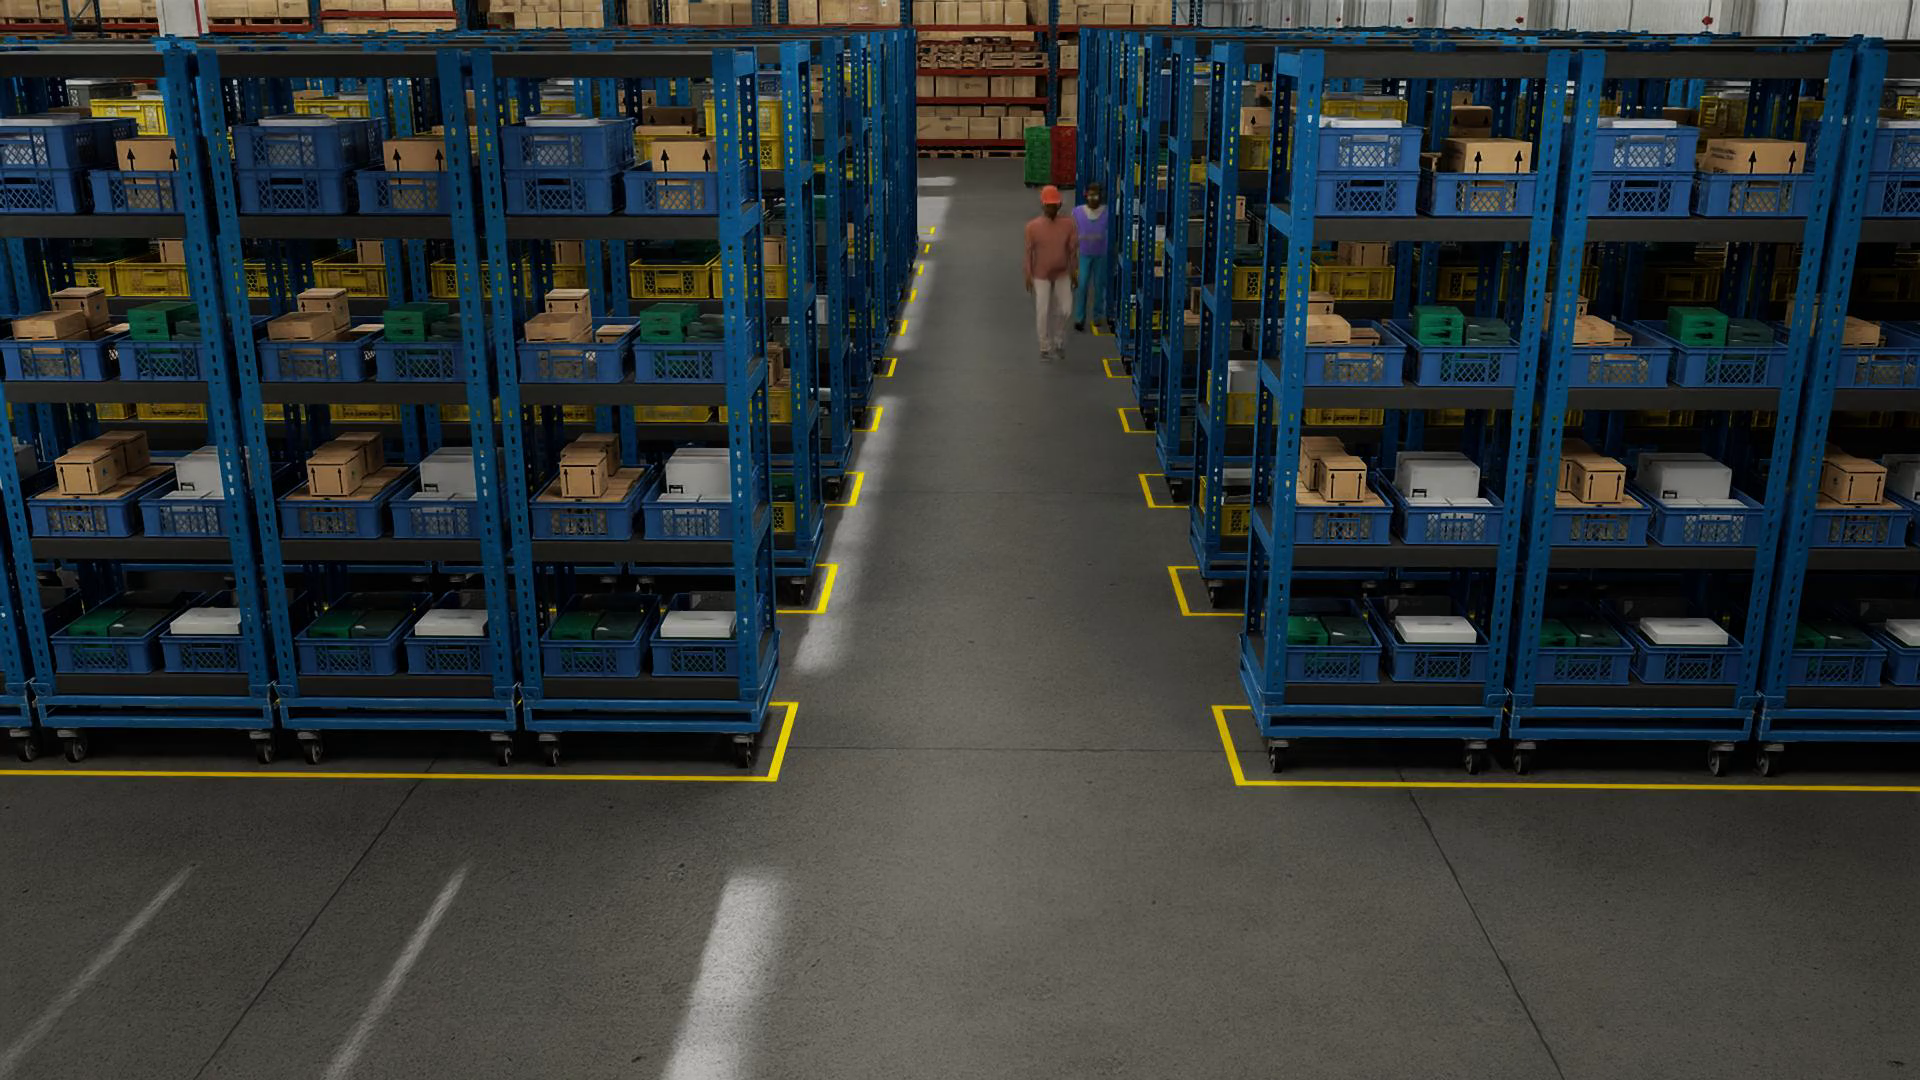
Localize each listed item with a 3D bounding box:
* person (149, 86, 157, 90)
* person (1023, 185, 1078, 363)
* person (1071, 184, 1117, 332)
[{"bbox_3d":[-25.554,-13.624,53.019,0.423,1.686,0.540,-11,20,-31],"label":"person"},{"bbox_3d":[1.019,-2.927,18.452,0.647,1.972,0.593,-3,18,-11],"label":"person"},{"bbox_3d":[1.650,-3.481,20.524,0.589,1.789,0.986,2,18,7],"label":"person"}]
